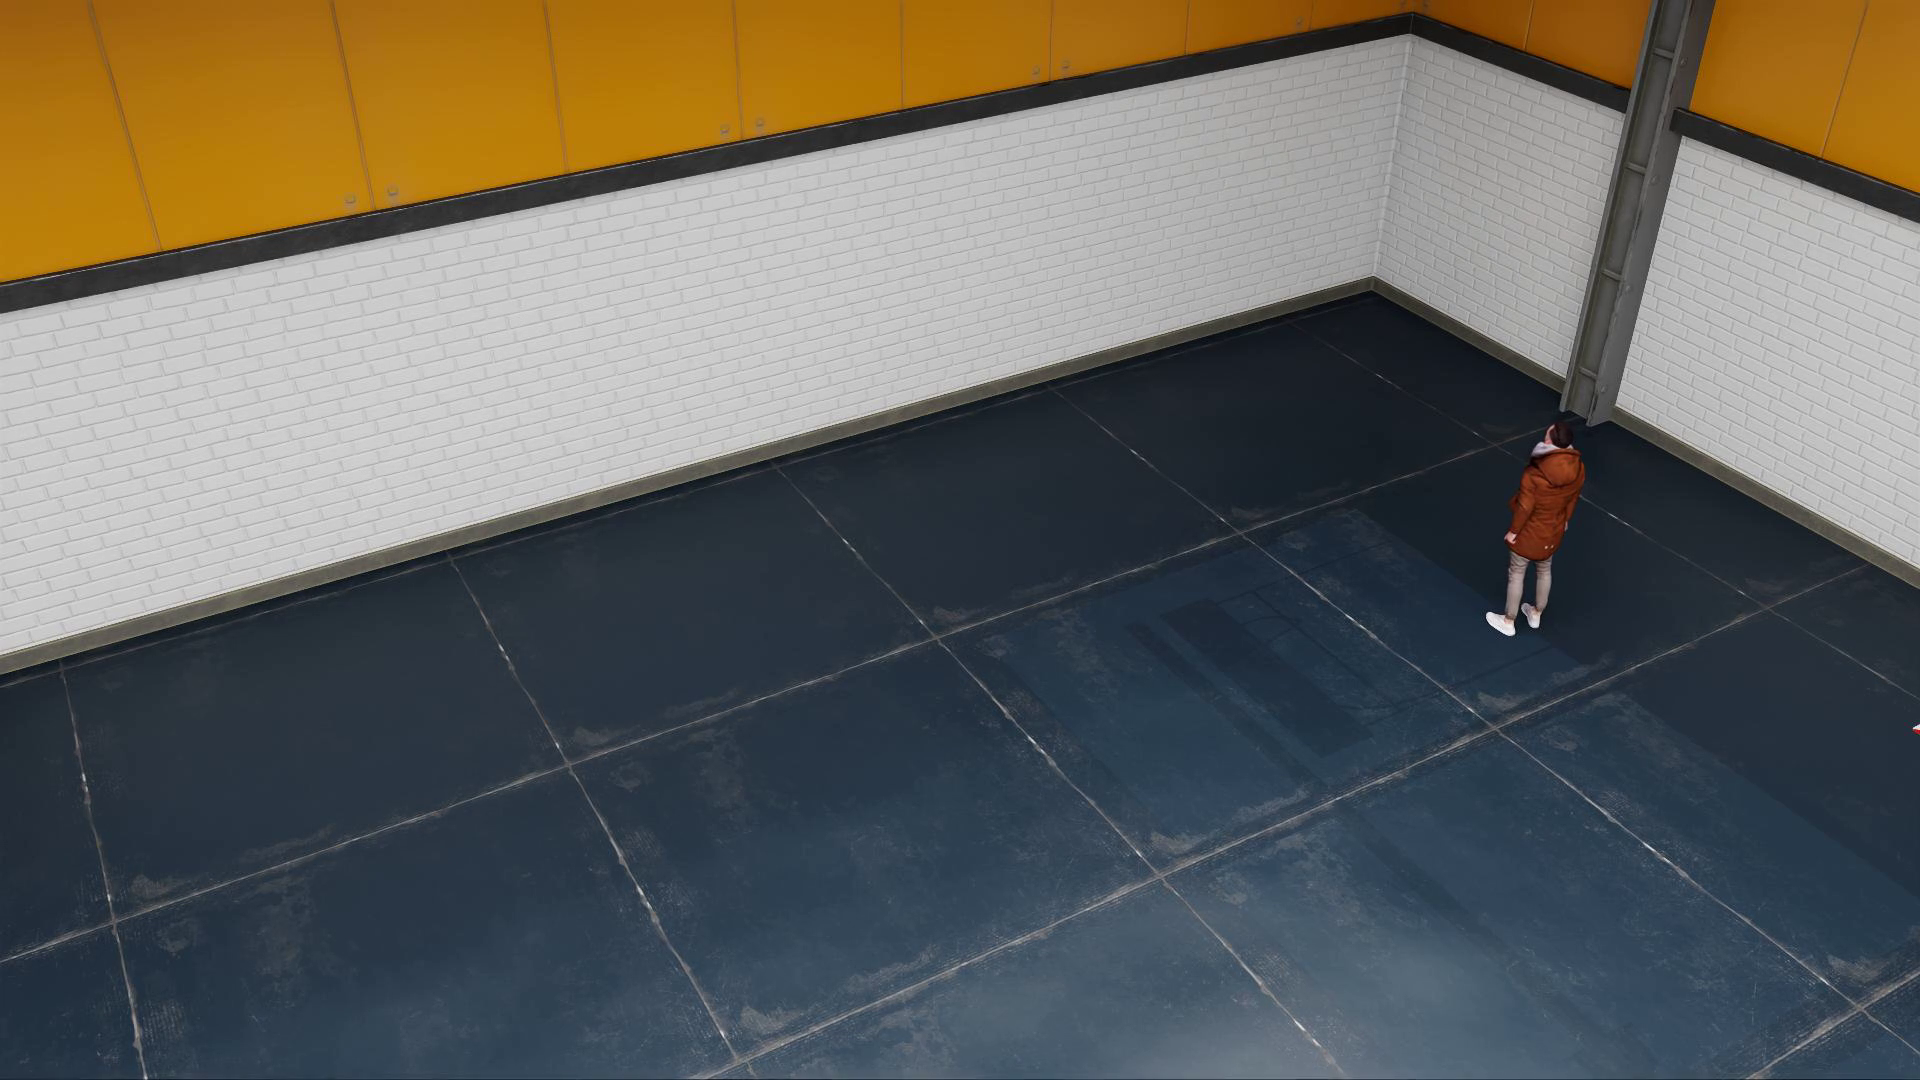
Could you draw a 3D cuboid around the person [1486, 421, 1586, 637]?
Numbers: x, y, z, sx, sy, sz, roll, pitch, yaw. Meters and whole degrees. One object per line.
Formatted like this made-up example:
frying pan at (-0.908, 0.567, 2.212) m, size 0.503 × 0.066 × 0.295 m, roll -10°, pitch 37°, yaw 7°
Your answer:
person at (4.419, -0.089, 12.700) m, size 0.759 × 1.838 × 0.762 m, roll -11°, pitch 35°, yaw -16°
